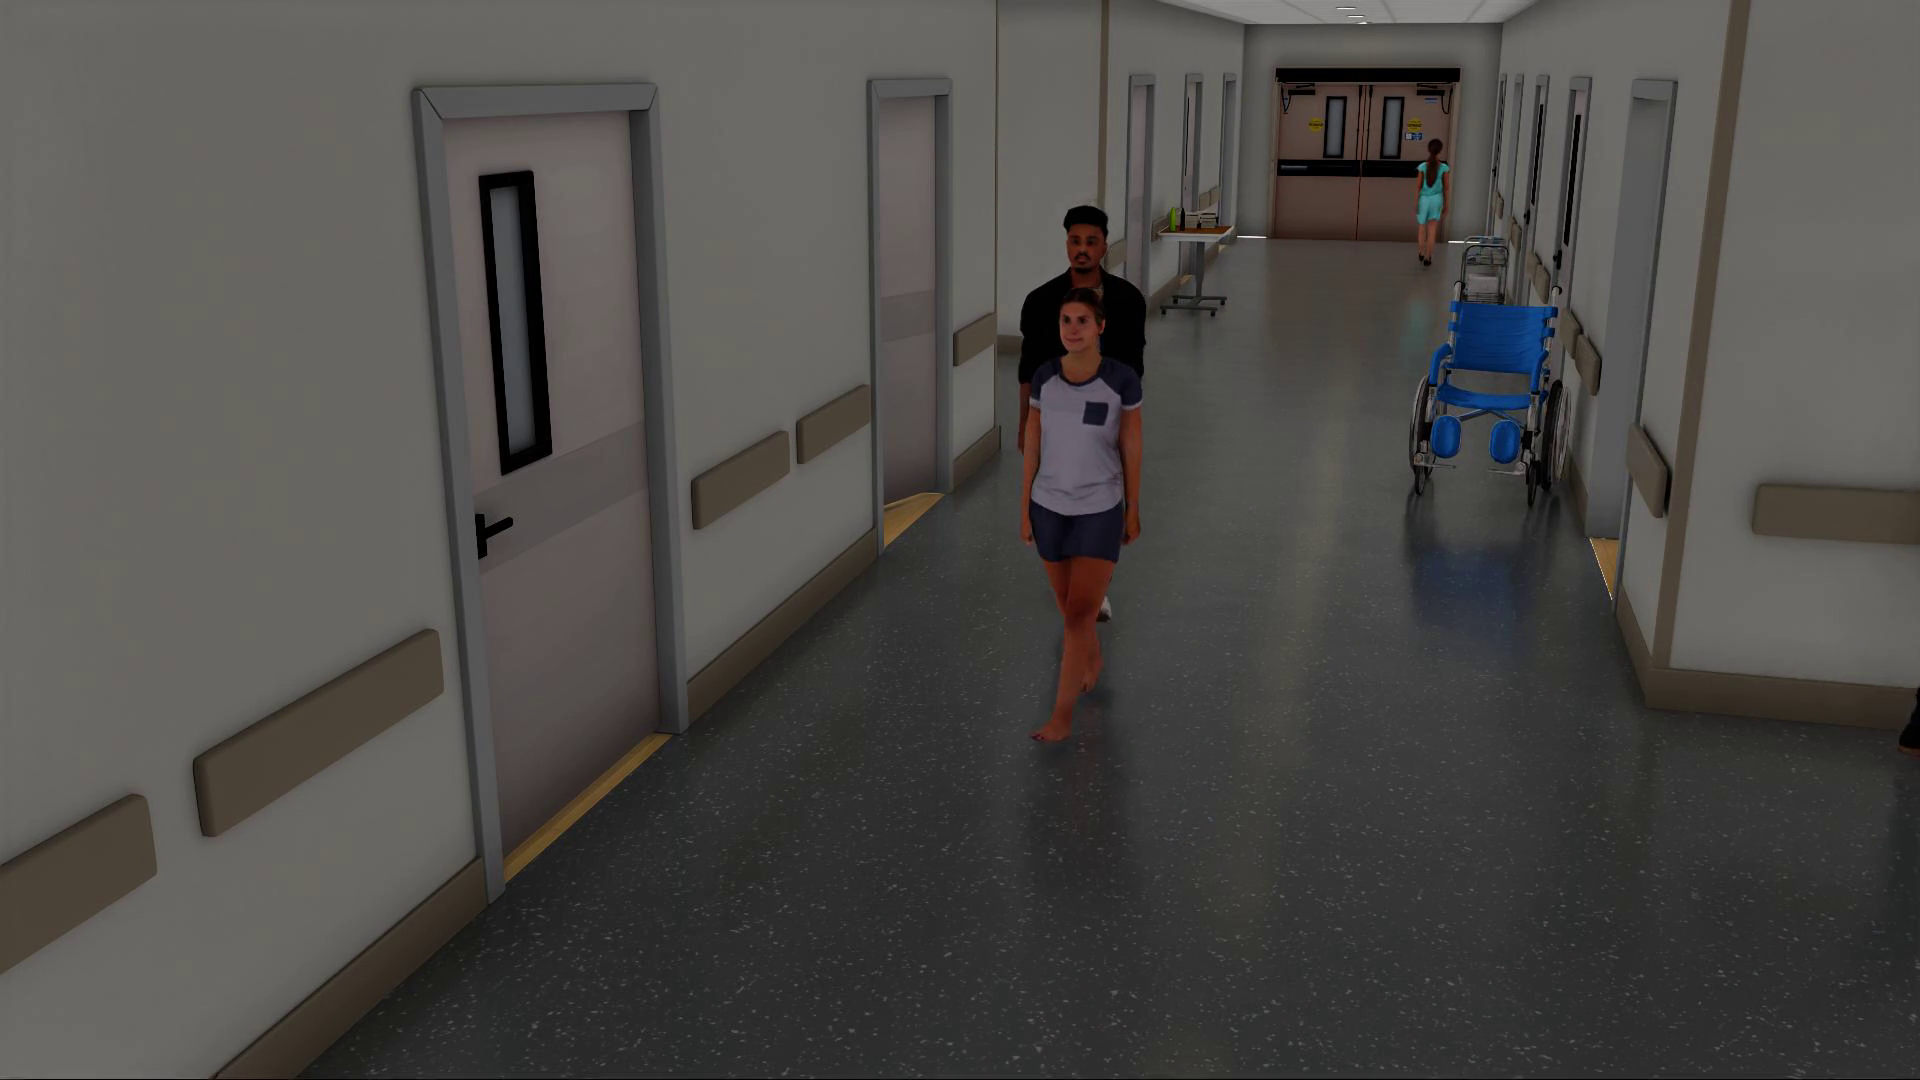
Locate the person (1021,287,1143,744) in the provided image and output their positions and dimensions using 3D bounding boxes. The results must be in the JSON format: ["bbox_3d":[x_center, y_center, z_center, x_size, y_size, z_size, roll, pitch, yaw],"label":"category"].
[{"bbox_3d":[0.452,-0.102,6.079,0.713,1.581,1.085,7,17,25],"label":"person"}]

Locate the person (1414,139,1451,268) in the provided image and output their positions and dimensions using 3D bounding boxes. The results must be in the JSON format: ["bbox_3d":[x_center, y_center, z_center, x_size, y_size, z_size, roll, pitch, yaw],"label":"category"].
[{"bbox_3d":[5.752,-4.093,20.349,0.607,1.519,1.006,5,17,18],"label":"person"}]

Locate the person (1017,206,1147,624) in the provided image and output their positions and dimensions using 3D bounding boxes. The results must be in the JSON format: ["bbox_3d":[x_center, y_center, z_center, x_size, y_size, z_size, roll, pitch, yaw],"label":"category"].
[{"bbox_3d":[0.545,-0.562,7.354,0.808,1.774,1.134,2,16,5],"label":"person"}]
